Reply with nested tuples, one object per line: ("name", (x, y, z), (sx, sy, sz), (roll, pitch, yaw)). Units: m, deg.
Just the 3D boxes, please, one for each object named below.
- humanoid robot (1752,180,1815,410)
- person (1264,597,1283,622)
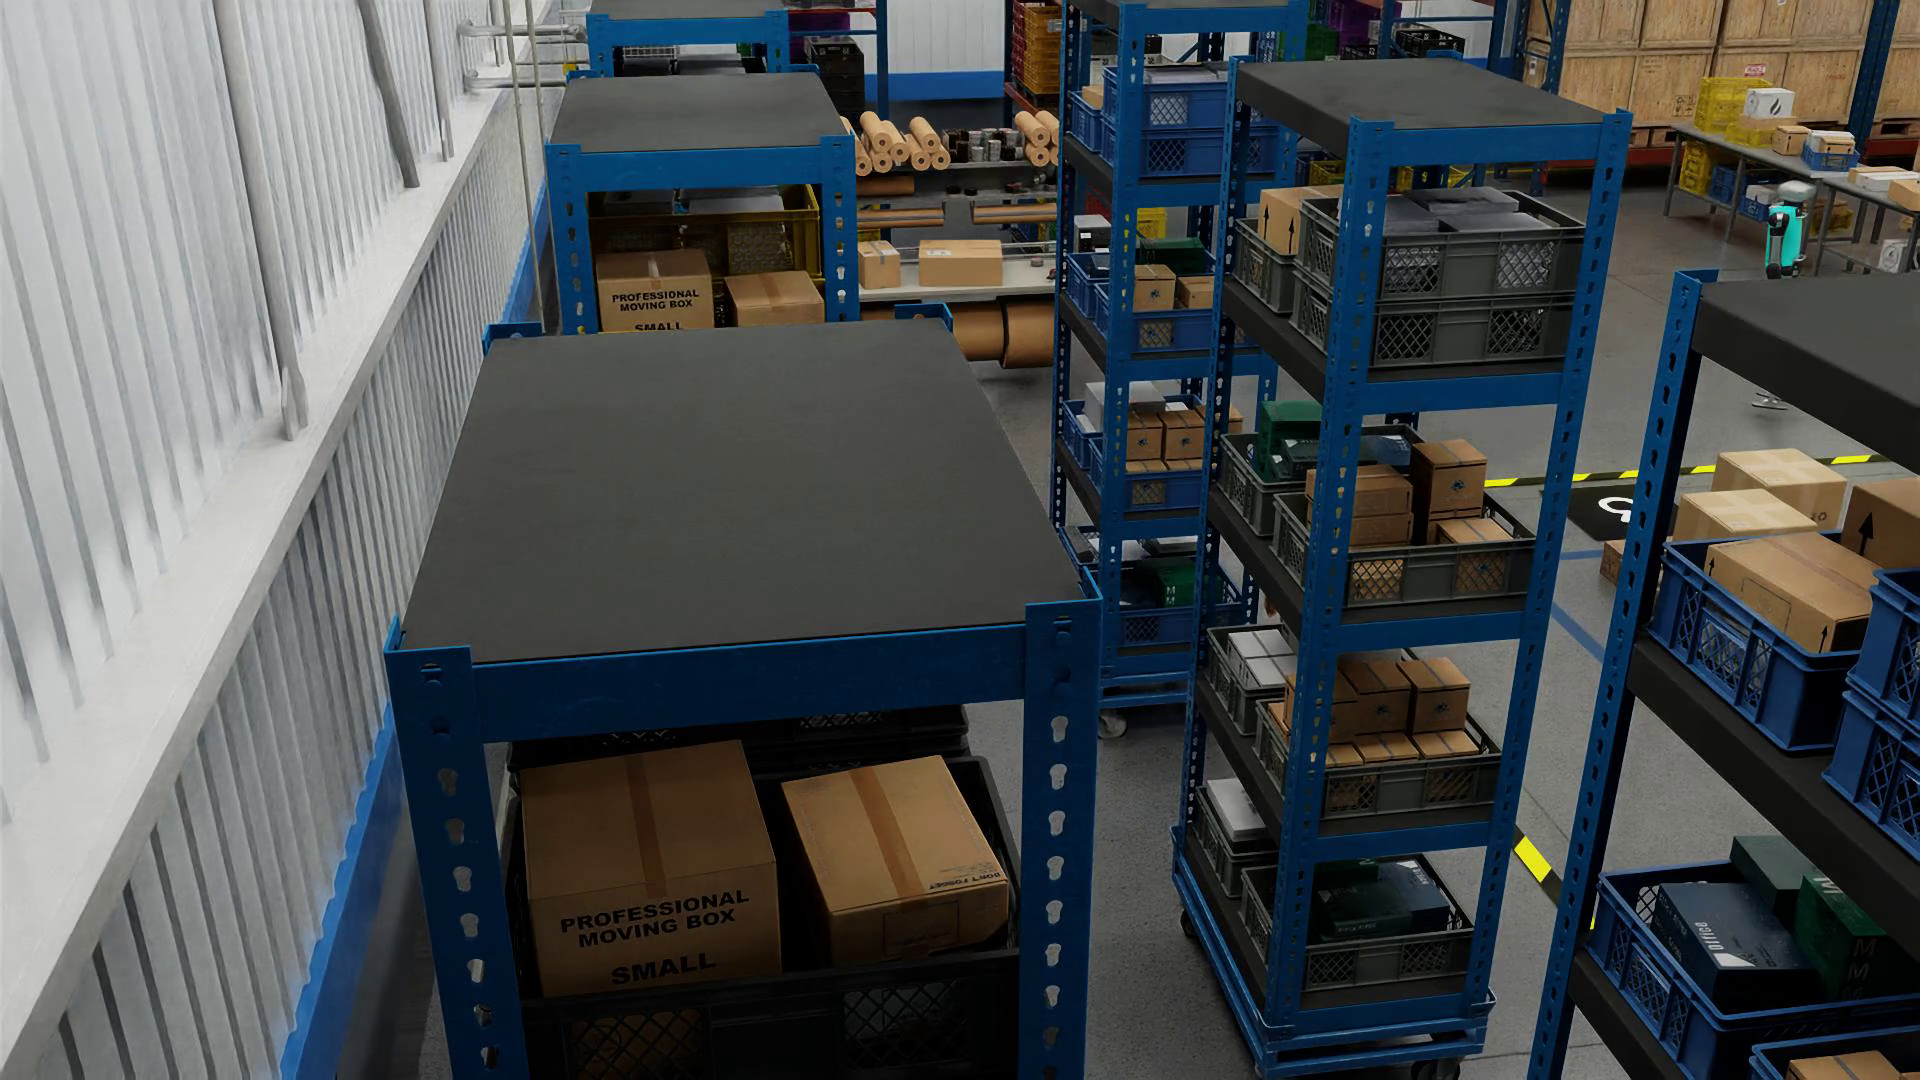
("humanoid robot", (6.216, -1.766, 12.220), (0.735, 1.677, 0.533), (17, 30, 33))
("person", (1.739, 0.209, 7.948), (0.598, 1.851, 0.383), (-4, 25, -9))
